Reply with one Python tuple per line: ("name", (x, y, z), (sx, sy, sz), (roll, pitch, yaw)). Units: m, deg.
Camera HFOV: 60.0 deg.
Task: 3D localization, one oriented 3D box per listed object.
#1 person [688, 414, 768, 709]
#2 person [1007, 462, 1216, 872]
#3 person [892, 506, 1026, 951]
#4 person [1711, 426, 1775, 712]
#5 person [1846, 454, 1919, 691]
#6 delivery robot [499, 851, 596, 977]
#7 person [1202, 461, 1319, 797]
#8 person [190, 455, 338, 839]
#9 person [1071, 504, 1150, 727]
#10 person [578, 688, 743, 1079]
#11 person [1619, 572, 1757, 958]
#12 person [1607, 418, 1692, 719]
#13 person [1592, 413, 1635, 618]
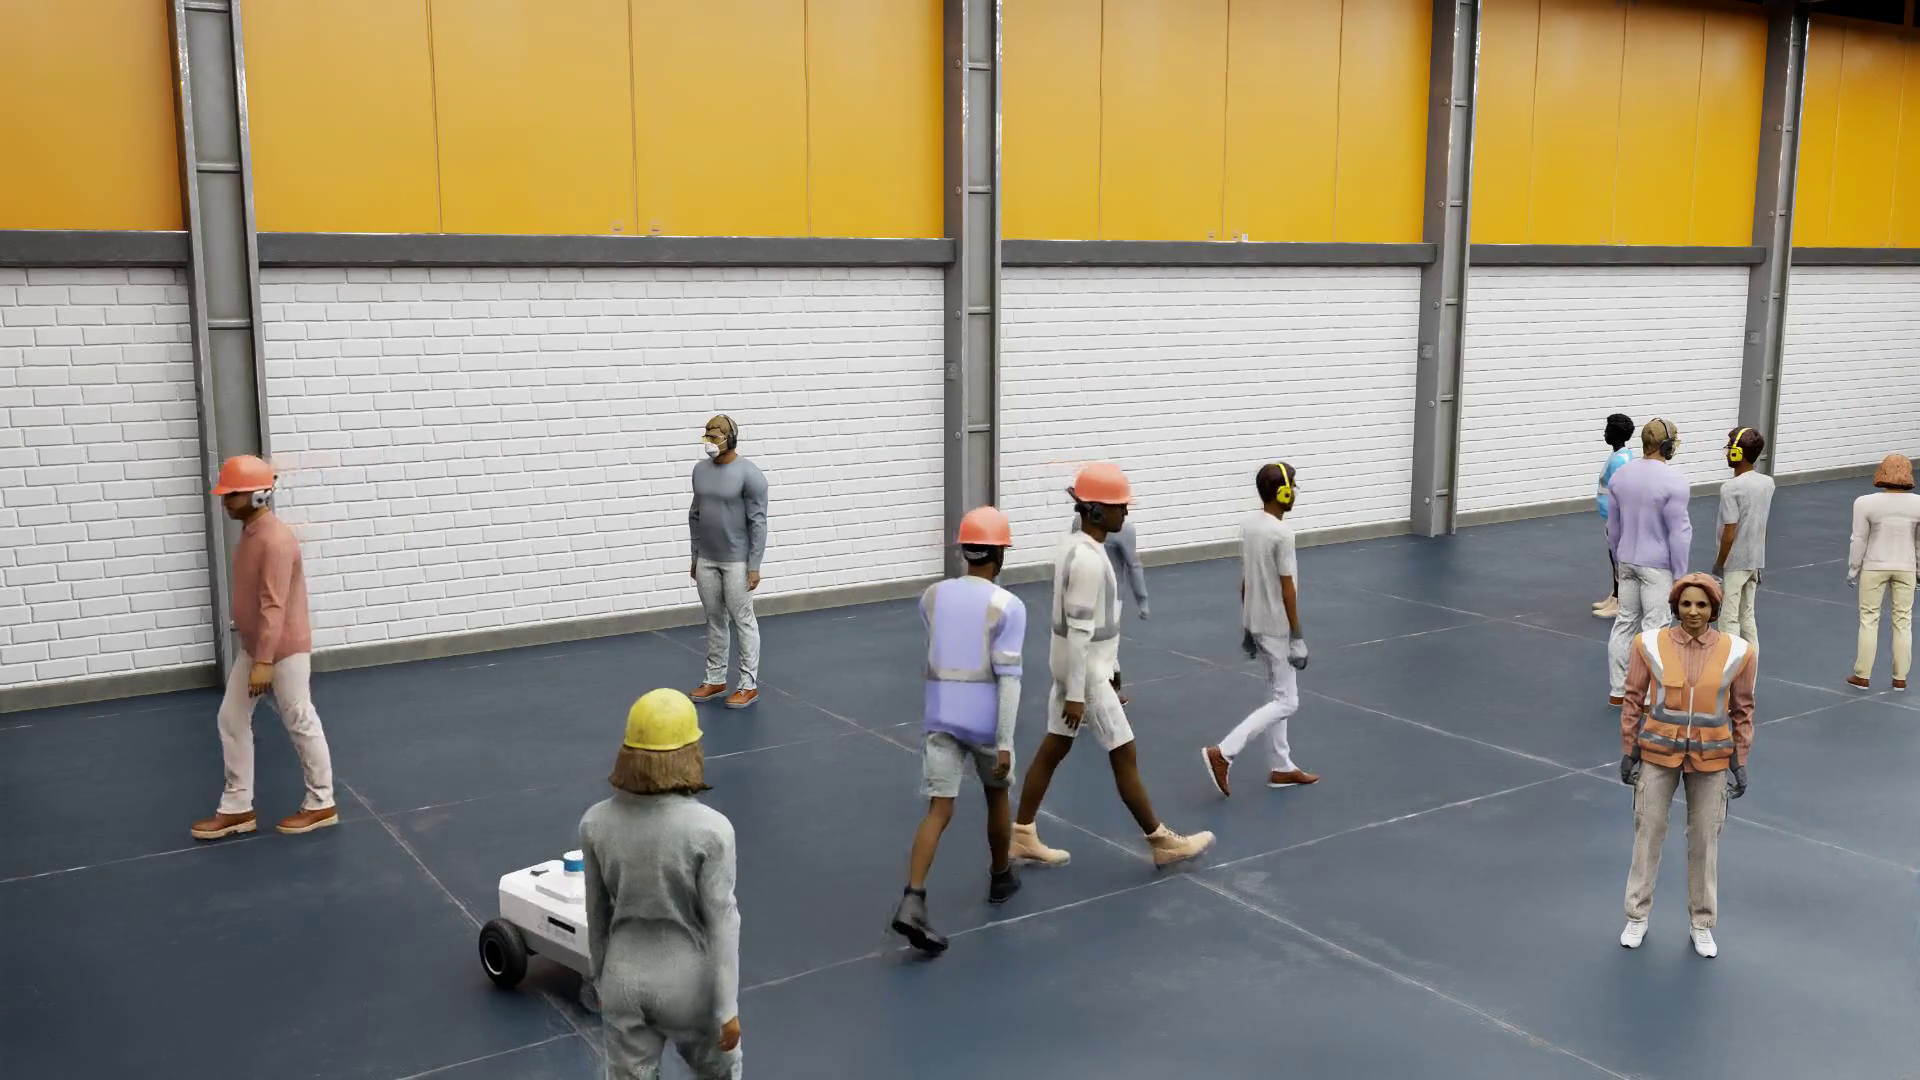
("person", (-1.545, 0.138, 10.981), (0.627, 1.940, 0.373), (6, 11, 33))
("person", (0.690, 0.617, 7.941), (1.032, 1.985, 0.634), (0, 9, -1))
("person", (-0.004, 0.807, 7.249), (0.524, 1.863, 1.034), (4, 10, 23))
("person", (5.067, 0.191, 10.869), (0.510, 1.872, 0.328), (-6, 11, -34))
("person", (6.349, 0.223, 11.391), (0.500, 1.633, 0.281), (2, 10, 13))
("delivery robot", (-1.533, 1.495, 6.684), (0.707, 0.478, 0.477), (8, 13, 41))
("person", (1.681, 0.497, 9.085), (0.725, 1.850, 0.555), (-2, 10, -12))
("person", (-3.565, 0.558, 8.350), (0.819, 1.961, 0.622), (-9, 13, -43))
("person", (0.990, 0.364, 10.593), (0.707, 1.605, 0.536), (-8, 13, -41))
("person", (-0.821, 1.261, 4.838), (0.512, 1.716, 0.684), (3, 10, 15))
("person", (3.065, 0.941, 7.045), (0.521, 1.640, 0.307), (3, 10, 20))
("person", (4.447, 0.179, 10.737), (0.373, 1.940, 0.629), (-4, 10, -24))
("person", (5.419, -0.199, 13.738), (0.322, 1.697, 0.533), (4, 10, 25))
